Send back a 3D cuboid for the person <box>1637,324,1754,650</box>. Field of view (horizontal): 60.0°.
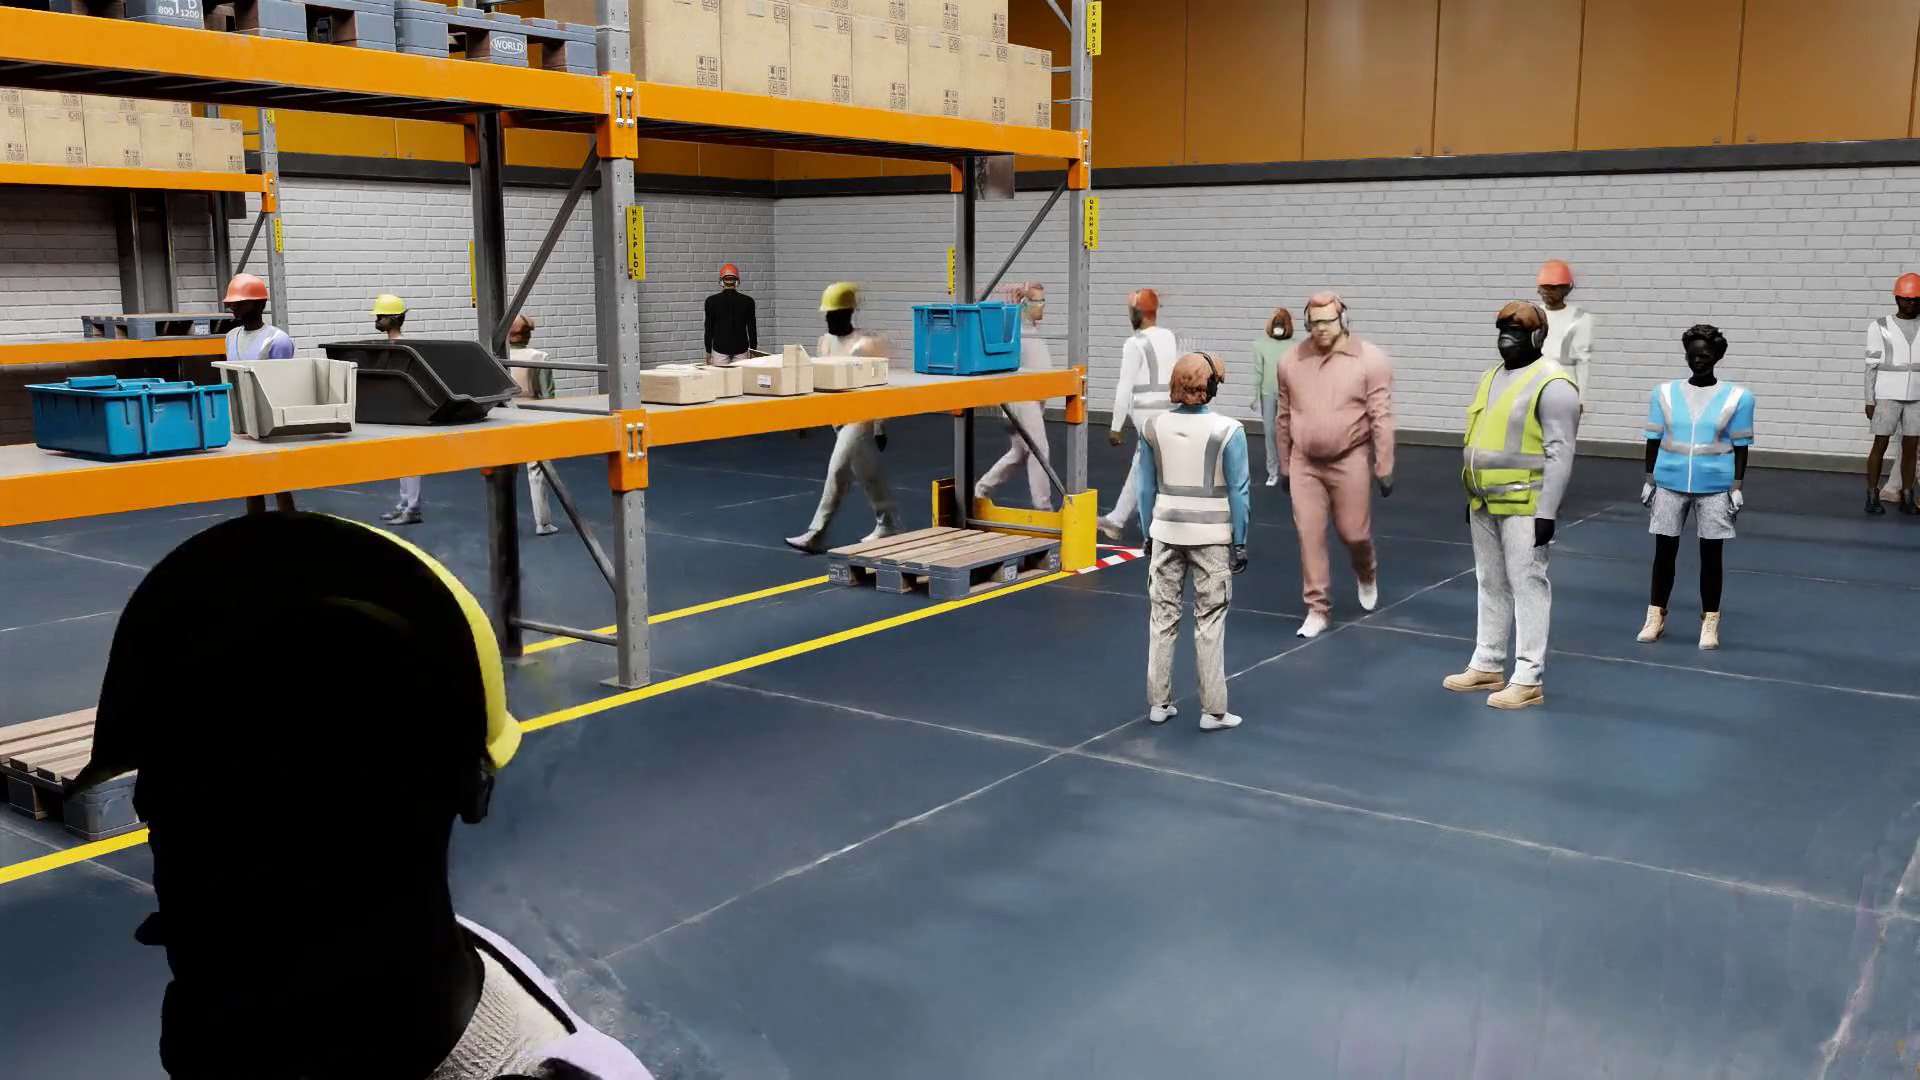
[{"bbox_3d":[3.845,-0.278,8.717,0.535,1.697,0.318,6,11,32],"label":"person"}]

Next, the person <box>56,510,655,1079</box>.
[{"bbox_3d":[-0.310,0.892,1.225,0.985,1.882,0.582,-6,11,-33],"label":"person"}]

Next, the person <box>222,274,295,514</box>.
[{"bbox_3d":[-4.632,-0.775,10.960,0.543,1.938,0.356,4,10,21],"label":"person"}]

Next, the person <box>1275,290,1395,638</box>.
[{"bbox_3d":[2.065,-0.430,9.124,0.663,1.872,0.756,6,11,30],"label":"person"}]

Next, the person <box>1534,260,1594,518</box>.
[{"bbox_3d":[4.508,-1.134,12.842,0.647,2.020,0.719,9,13,43],"label":"person"}]

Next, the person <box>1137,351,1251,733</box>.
[{"bbox_3d":[1.002,0.011,7.163,0.521,1.640,0.307,6,11,33],"label":"person"}]

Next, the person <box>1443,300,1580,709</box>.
[{"bbox_3d":[2.510,-0.164,7.602,0.429,1.846,0.633,-3,10,-17],"label":"person"}]

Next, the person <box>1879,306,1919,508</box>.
[{"bbox_3d":[7.894,-1.173,13.698,0.643,1.819,0.808,-4,10,-22],"label":"person"}]

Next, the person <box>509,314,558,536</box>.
[{"bbox_3d":[-3.227,-0.839,12.235,0.516,1.636,0.314,1,10,4],"label":"person"}]

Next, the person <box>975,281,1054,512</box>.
[{"bbox_3d":[0.444,-1.018,12.631,0.860,1.887,0.656,3,10,17],"label":"person"}]

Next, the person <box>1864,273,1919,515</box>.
[{"bbox_3d":[7.502,-1.153,13.257,0.539,1.930,0.377,2,10,10],"label":"person"}]

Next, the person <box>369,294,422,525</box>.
[{"bbox_3d":[-4.340,-0.998,12.800,0.310,1.769,0.523,-5,11,-27],"label":"person"}]

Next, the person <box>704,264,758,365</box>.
[{"bbox_3d":[-2.669,-2.209,19.362,0.618,1.986,0.401,-3,10,-16],"label":"person"}]

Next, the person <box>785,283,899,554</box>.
[{"bbox_3d":[-0.800,-0.849,11.626,1.029,1.866,0.597,-7,12,-36],"label":"person"}]

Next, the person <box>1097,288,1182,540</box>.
[{"bbox_3d":[1.310,-0.851,11.732,1.025,1.827,0.589,8,13,40],"label":"person"}]

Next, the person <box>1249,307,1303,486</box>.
[{"bbox_3d":[2.861,-1.277,14.927,0.505,1.615,0.381,4,10,23],"label":"person"}]
